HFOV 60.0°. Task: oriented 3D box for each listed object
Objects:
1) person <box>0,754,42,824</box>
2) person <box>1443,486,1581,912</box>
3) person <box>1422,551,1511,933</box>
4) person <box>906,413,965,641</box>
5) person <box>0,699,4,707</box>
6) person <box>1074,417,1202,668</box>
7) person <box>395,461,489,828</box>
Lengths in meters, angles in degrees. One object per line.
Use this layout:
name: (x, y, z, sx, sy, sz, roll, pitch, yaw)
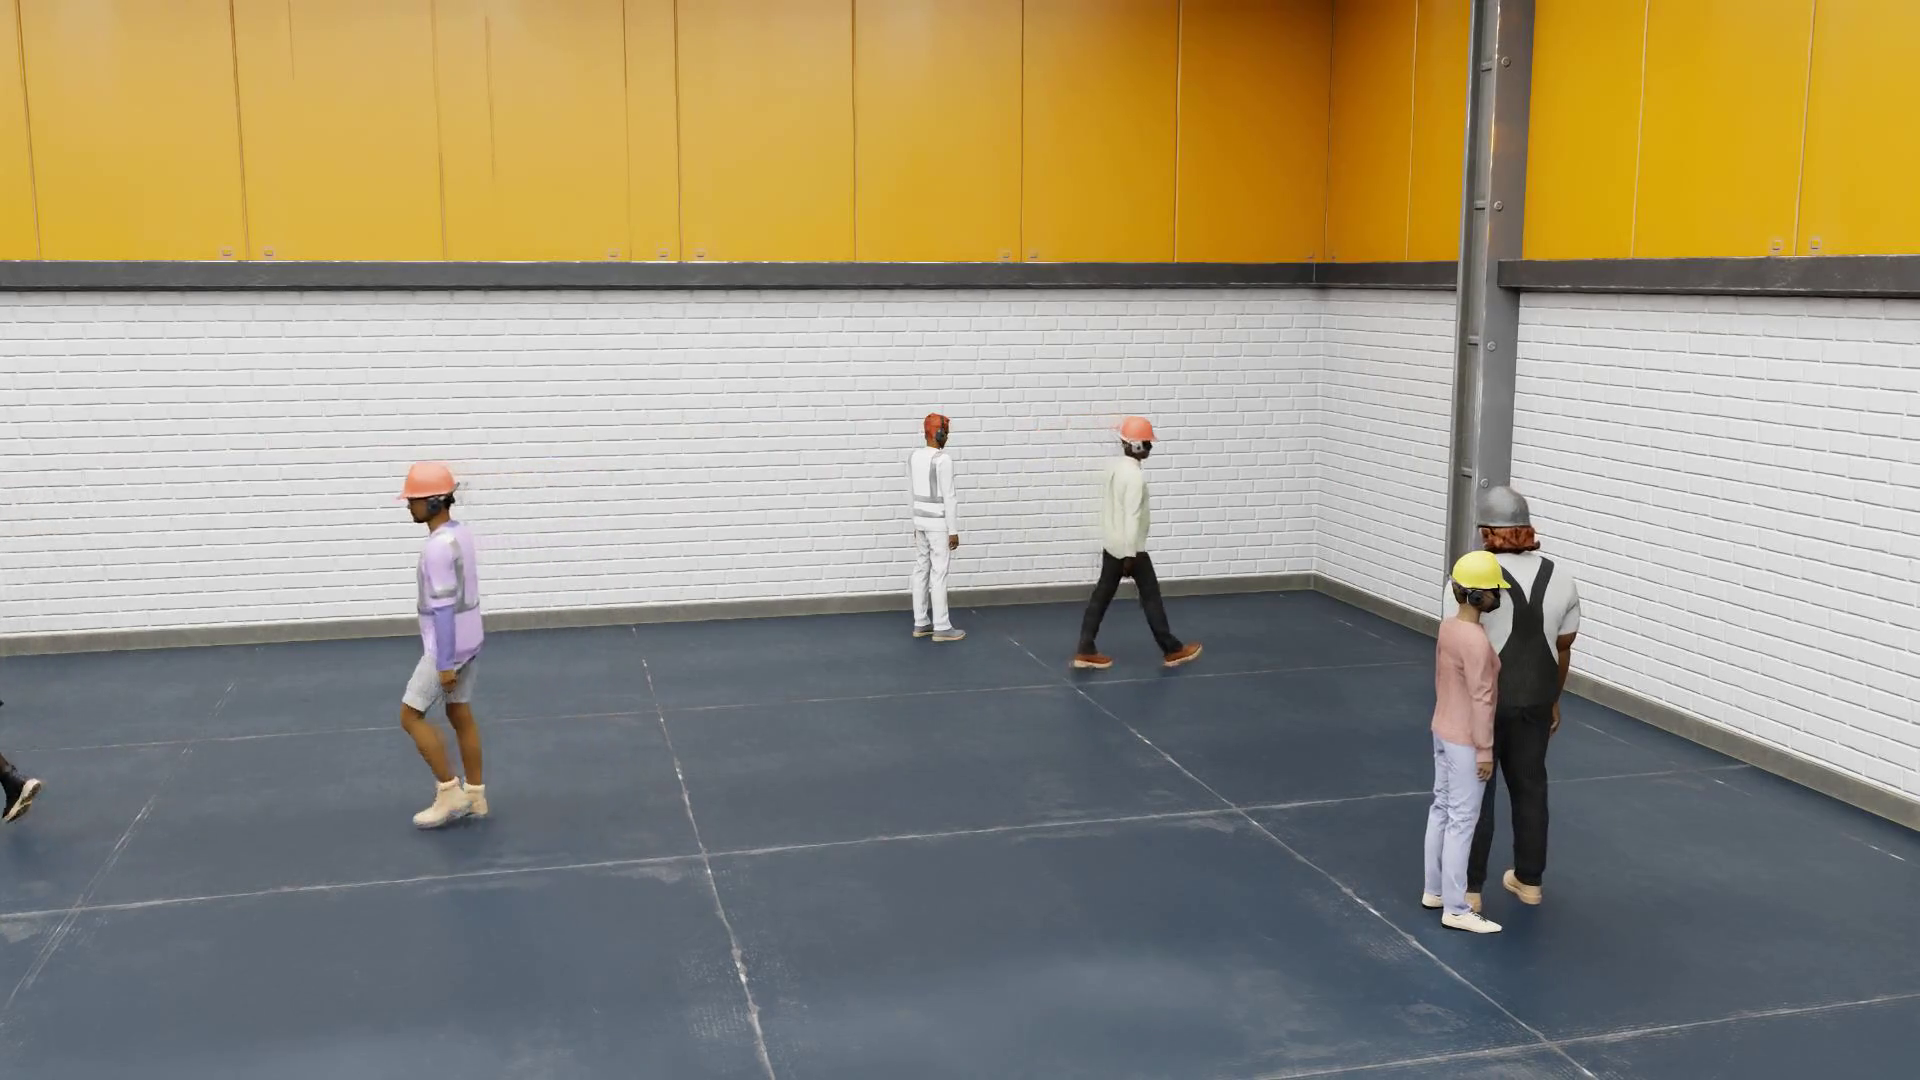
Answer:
person: (-5.351, 0.655, 8.805, 0.605, 1.951, 0.617, 0, 9, -1)
person: (2.557, 0.745, 7.971, 0.688, 2.000, 0.536, -2, 9, -14)
person: (2.358, 0.923, 7.718, 0.311, 1.768, 0.533, 0, 9, -3)
person: (-0.209, -0.108, 13.774, 0.354, 1.887, 0.573, -7, 12, -38)
person: (-7.125, 0.314, 11.161, 1.001, 1.888, 0.568, -4, 10, -25)
person: (1.334, 0.031, 12.731, 1.018, 1.941, 0.624, -2, 9, -15)
person: (-2.859, 0.576, 9.102, 0.525, 2.026, 0.608, 0, 9, -1)
